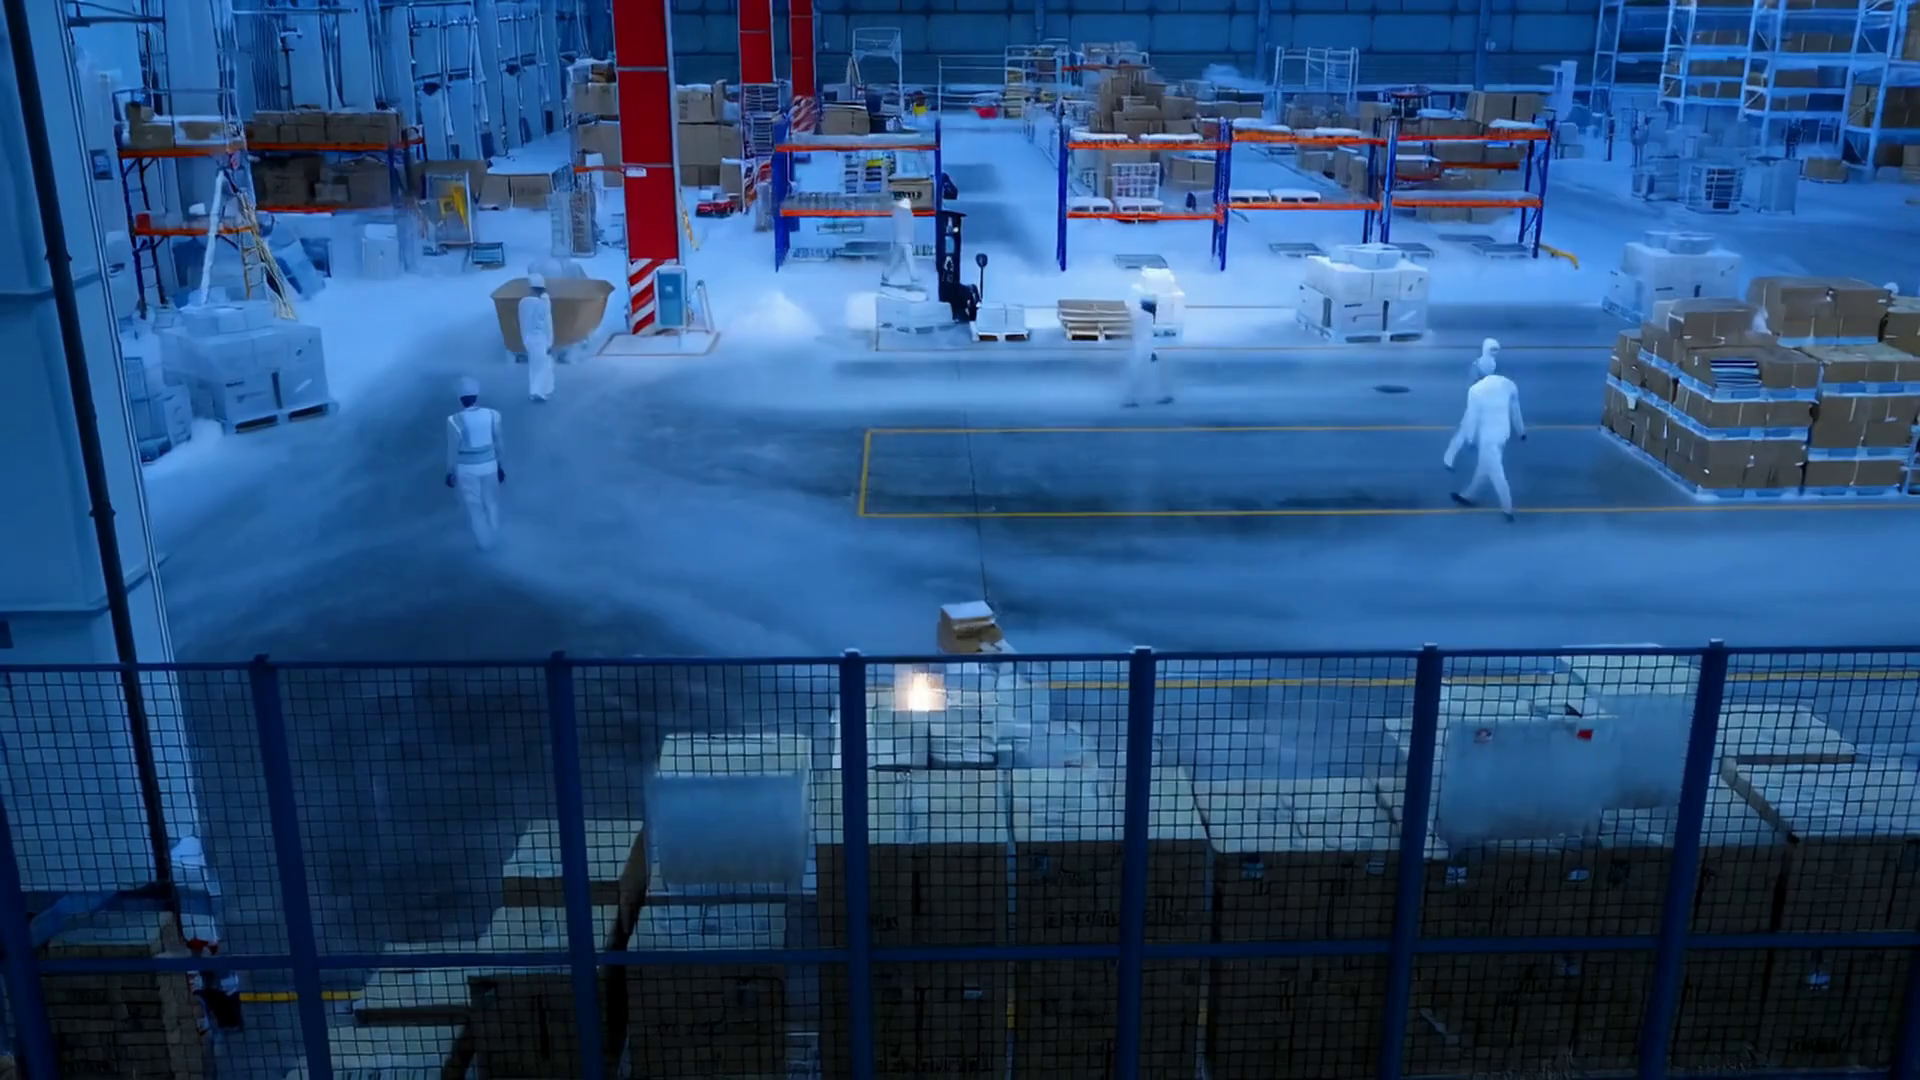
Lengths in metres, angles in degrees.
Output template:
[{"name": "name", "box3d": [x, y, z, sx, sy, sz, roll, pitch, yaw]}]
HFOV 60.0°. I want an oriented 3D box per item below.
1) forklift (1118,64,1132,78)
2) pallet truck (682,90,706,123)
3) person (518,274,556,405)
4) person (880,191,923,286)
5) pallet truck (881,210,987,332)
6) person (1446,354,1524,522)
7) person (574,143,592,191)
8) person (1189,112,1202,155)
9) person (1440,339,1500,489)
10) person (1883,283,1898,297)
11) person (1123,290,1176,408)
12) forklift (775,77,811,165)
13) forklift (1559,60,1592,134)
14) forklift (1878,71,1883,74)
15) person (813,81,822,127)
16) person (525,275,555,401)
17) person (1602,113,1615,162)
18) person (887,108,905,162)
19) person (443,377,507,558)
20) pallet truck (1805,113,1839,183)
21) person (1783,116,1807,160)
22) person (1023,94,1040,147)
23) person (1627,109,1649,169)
[{"name": "forklift", "box3d": [6.251, -16.612, 63.152, 1.873, 2.768, 1.129, 5, 19, 15]}, {"name": "pallet truck", "box3d": [-9.671, -15.907, 62.421, 0.823, 1.965, 1.885, 5, 19, 15]}, {"name": "person", "box3d": [-6.067, -2.858, 23.876, 0.704, 1.899, 0.441, 12, 22, 32]}, {"name": "person", "box3d": [-1.206, -6.023, 33.285, 0.947, 1.888, 0.592, -13, 22, -33]}, {"name": "pallet truck", "box3d": [-0.493, -4.759, 29.349, 1.885, 1.965, 0.823, -13, 23, -34]}, {"name": "person", "box3d": [6.071, -1.173, 18.929, 0.678, 1.872, 1.011, -10, 21, -28]}, {"name": "person", "box3d": [-10.243, -9.917, 45.132, 0.546, 1.673, 0.678, -12, 22, -31]}, {"name": "person", "box3d": [7.995, -13.765, 56.694, 0.527, 1.591, 0.878, 6, 20, 18]}, {"name": "person", "box3d": [6.276, -1.583, 20.257, 0.521, 1.806, 0.983, -8, 20, -23]}, {"name": "person", "box3d": [12.792, -2.624, 23.136, 0.593, 1.920, 0.392, 8, 20, 21]}, {"name": "person", "box3d": [2.738, -2.722, 23.755, 0.848, 1.702, 0.503, 1, 19, 2]}, {"name": "forklift", "box3d": [-5.920, -13.893, 55.085, 1.873, 2.768, 1.129, -1, 19, -1]}, {"name": "forklift", "box3d": [24.113, -17.613, 66.121, 1.873, 2.768, 1.129, -1, 19, -2]}, {"name": "forklift", "box3d": [32.120, -15.172, 58.879, 1.129, 2.768, 1.873, -1, 19, -1]}, {"name": "person", "box3d": [-6.018, -18.120, 69.164, 0.650, 1.886, 1.015, 11, 21, 29]}, {"name": "person", "box3d": [-6.117, -2.933, 24.174, 0.429, 1.841, 0.633, -2, 19, -6]}, {"name": "person", "box3d": [21.847, -13.545, 55.982, 0.315, 1.629, 0.509, -1, 19, -2]}, {"name": "person", "box3d": [-2.077, -13.164, 54.468, 0.553, 1.879, 1.032, 8, 20, 22]}, {"name": "person", "box3d": [-5.143, -0.769, 17.623, 0.622, 1.927, 0.518, -18, 25, -42]}, {"name": "pallet truck", "box3d": [26.403, -11.957, 50.702, 0.823, 1.965, 1.885, 6, 19, 16]}, {"name": "person", "box3d": [26.310, -12.445, 52.447, 0.623, 1.813, 0.844, 9, 21, 26]}, {"name": "person", "box3d": [2.657, -15.493, 61.348, 0.660, 1.903, 0.816, 5, 19, 15]}, {"name": "person", "box3d": [22.079, -13.049, 54.086, 0.399, 1.908, 0.606, -9, 21, -26]}]
